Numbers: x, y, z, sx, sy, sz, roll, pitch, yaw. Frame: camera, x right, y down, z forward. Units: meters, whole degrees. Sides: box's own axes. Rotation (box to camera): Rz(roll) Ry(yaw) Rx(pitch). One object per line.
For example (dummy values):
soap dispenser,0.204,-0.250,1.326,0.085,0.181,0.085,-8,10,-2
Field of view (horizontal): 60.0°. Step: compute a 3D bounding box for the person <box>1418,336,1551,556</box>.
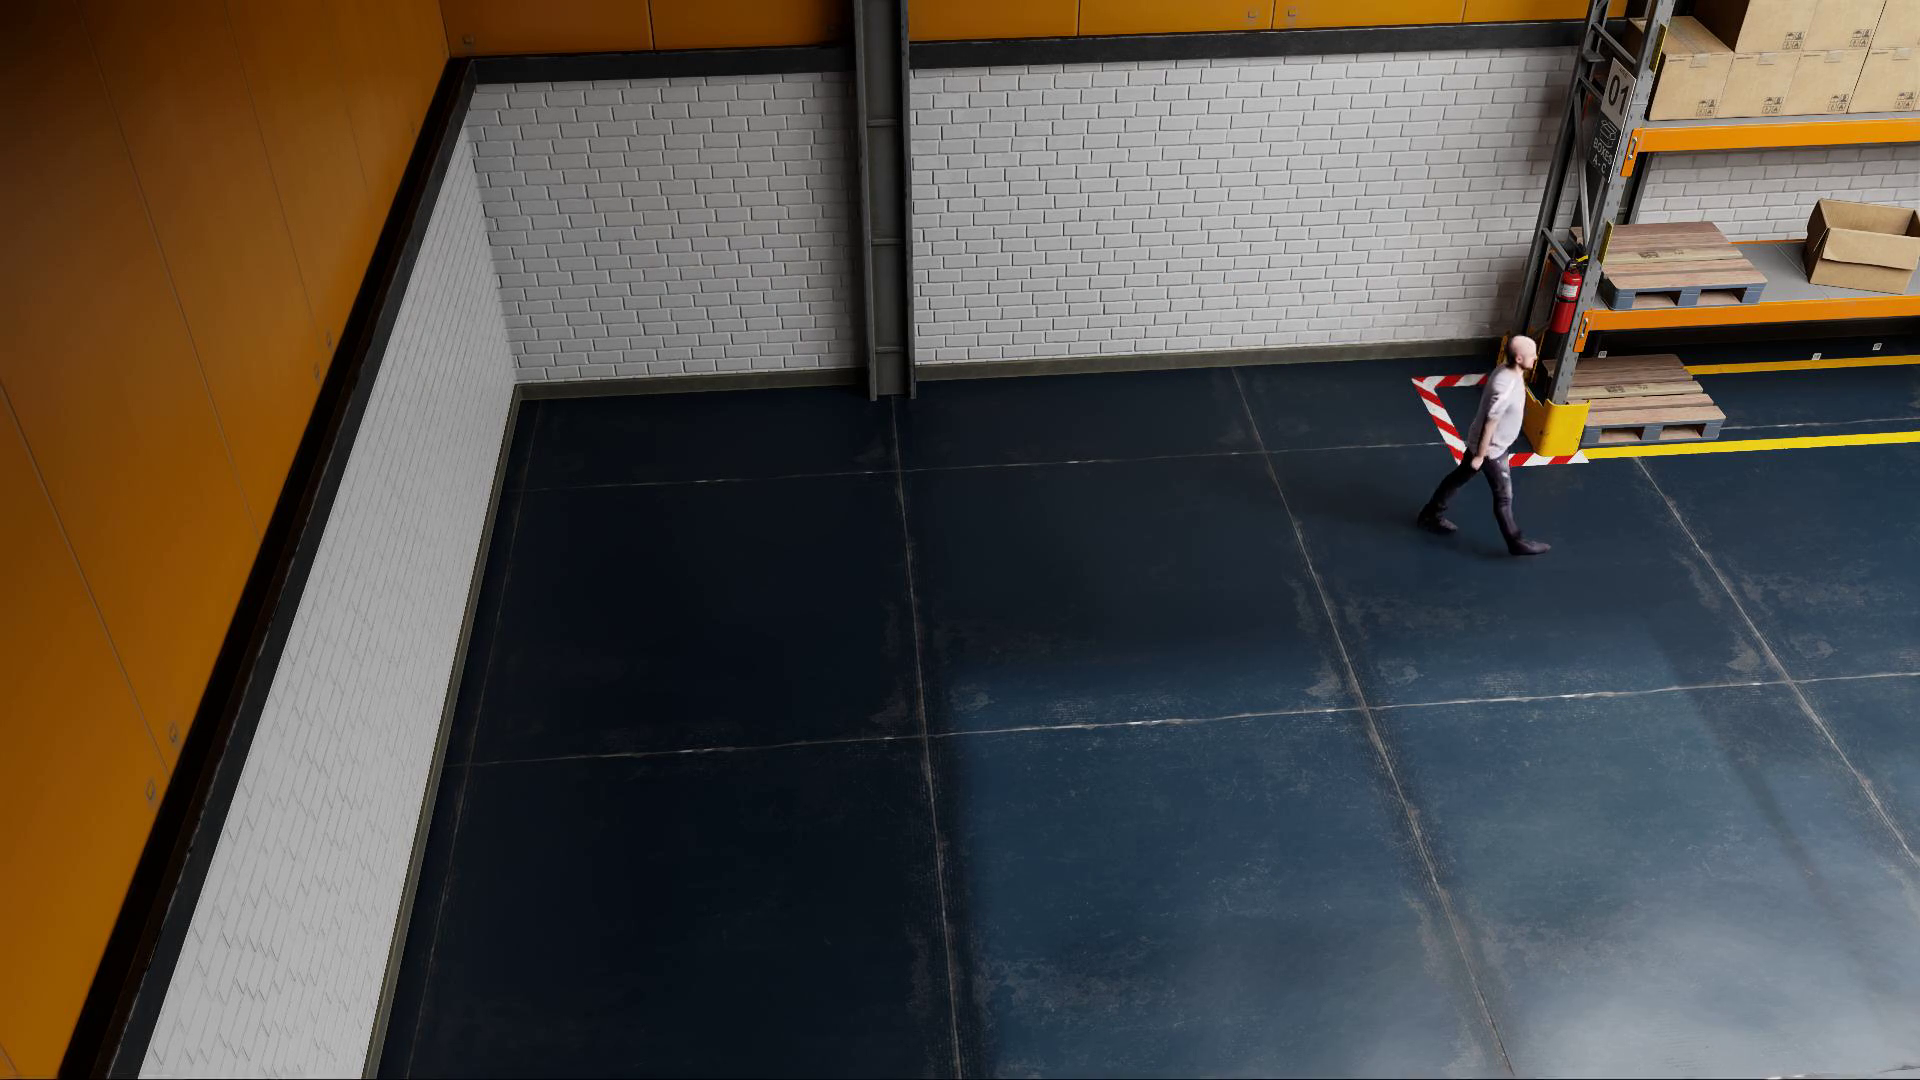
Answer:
person,3.790,-0.710,12.187,1.309,1.776,1.041,14,41,17
